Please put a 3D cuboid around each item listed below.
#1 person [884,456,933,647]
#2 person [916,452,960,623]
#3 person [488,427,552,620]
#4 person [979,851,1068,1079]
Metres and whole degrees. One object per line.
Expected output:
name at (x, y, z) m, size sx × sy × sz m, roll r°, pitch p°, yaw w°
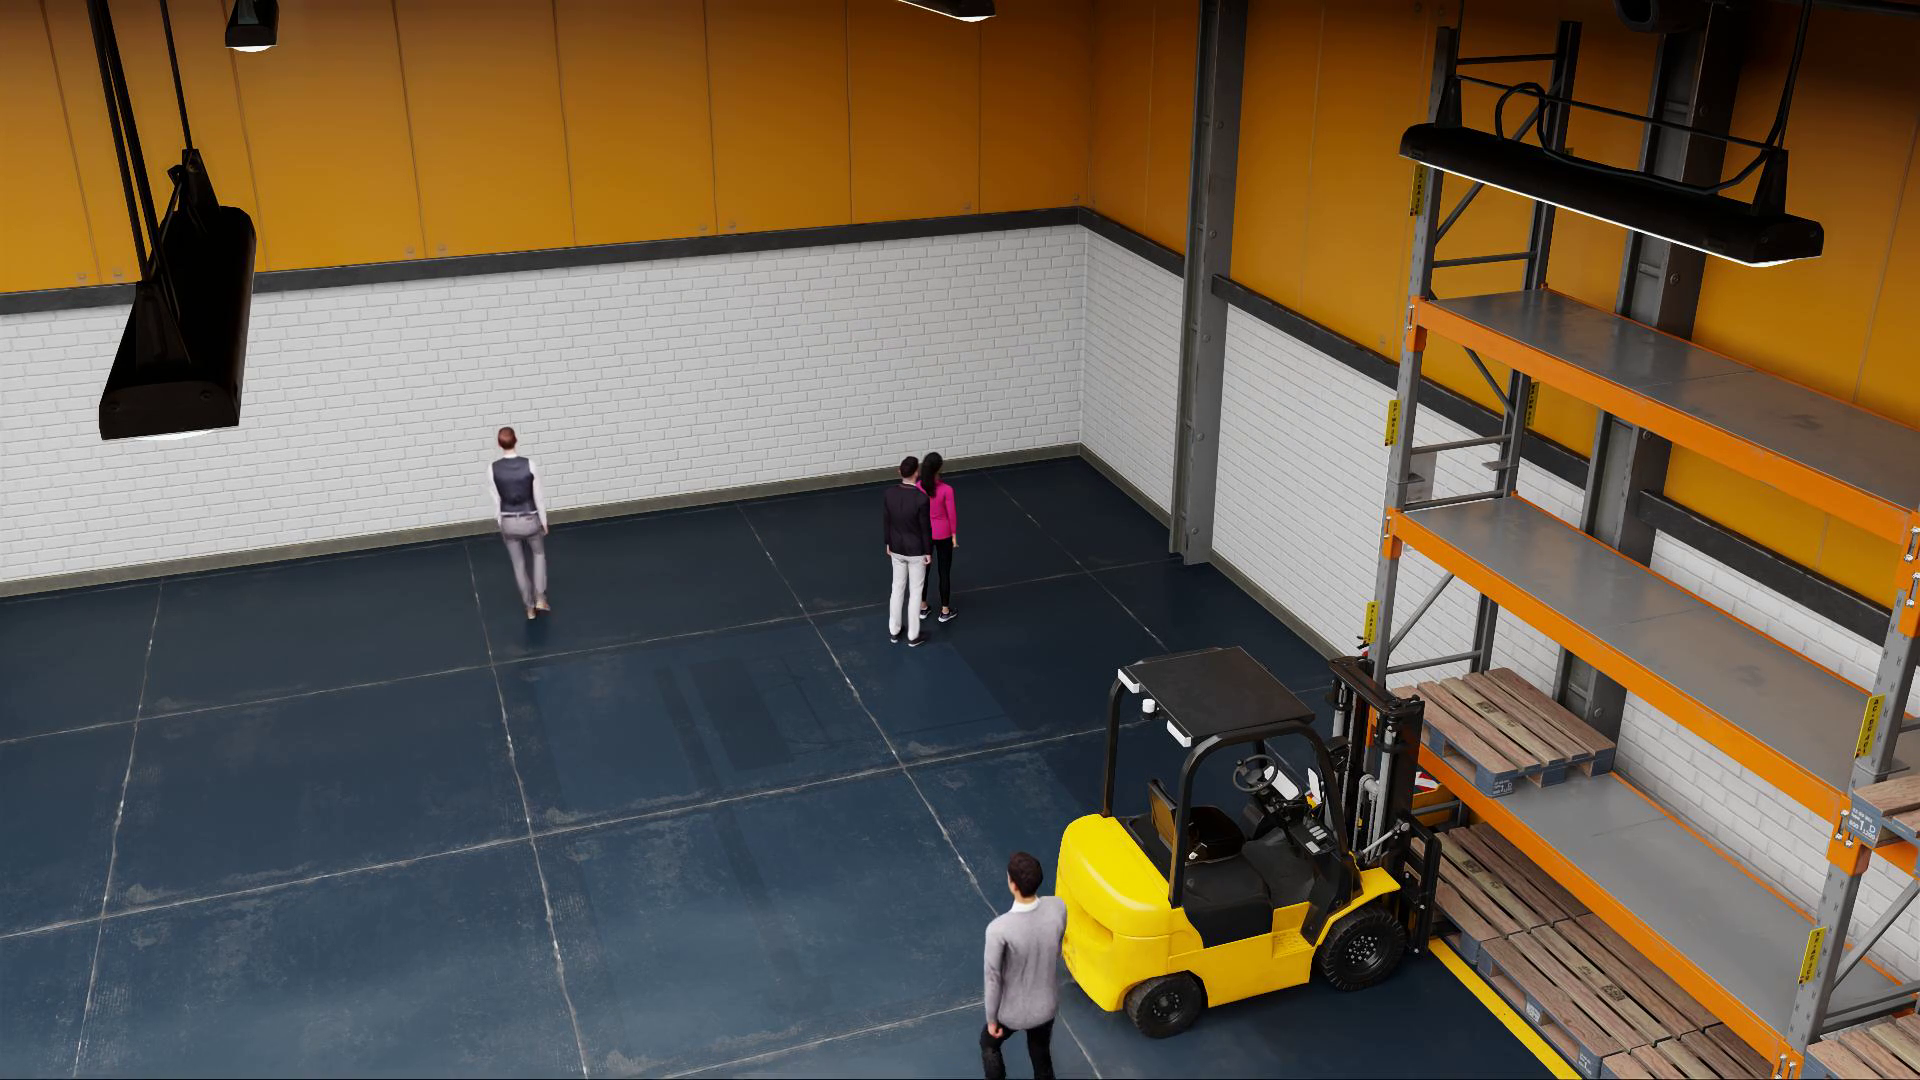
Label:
person at (-0.489, 0.097, 15.467) m, size 0.701 × 1.840 × 0.782 m, roll 13°, pitch 27°, yaw 27°
person at (-0.244, -0.039, 15.954) m, size 0.693 × 1.700 × 0.747 m, roll 9°, pitch 25°, yaw 20°
person at (-4.205, -0.122, 15.862) m, size 0.707 × 1.925 × 0.707 m, roll -3°, pitch 24°, yaw -6°
person at (0.428, 2.672, 9.488) m, size 0.796 × 1.910 × 0.756 m, roll -13°, pitch 27°, yaw -27°
